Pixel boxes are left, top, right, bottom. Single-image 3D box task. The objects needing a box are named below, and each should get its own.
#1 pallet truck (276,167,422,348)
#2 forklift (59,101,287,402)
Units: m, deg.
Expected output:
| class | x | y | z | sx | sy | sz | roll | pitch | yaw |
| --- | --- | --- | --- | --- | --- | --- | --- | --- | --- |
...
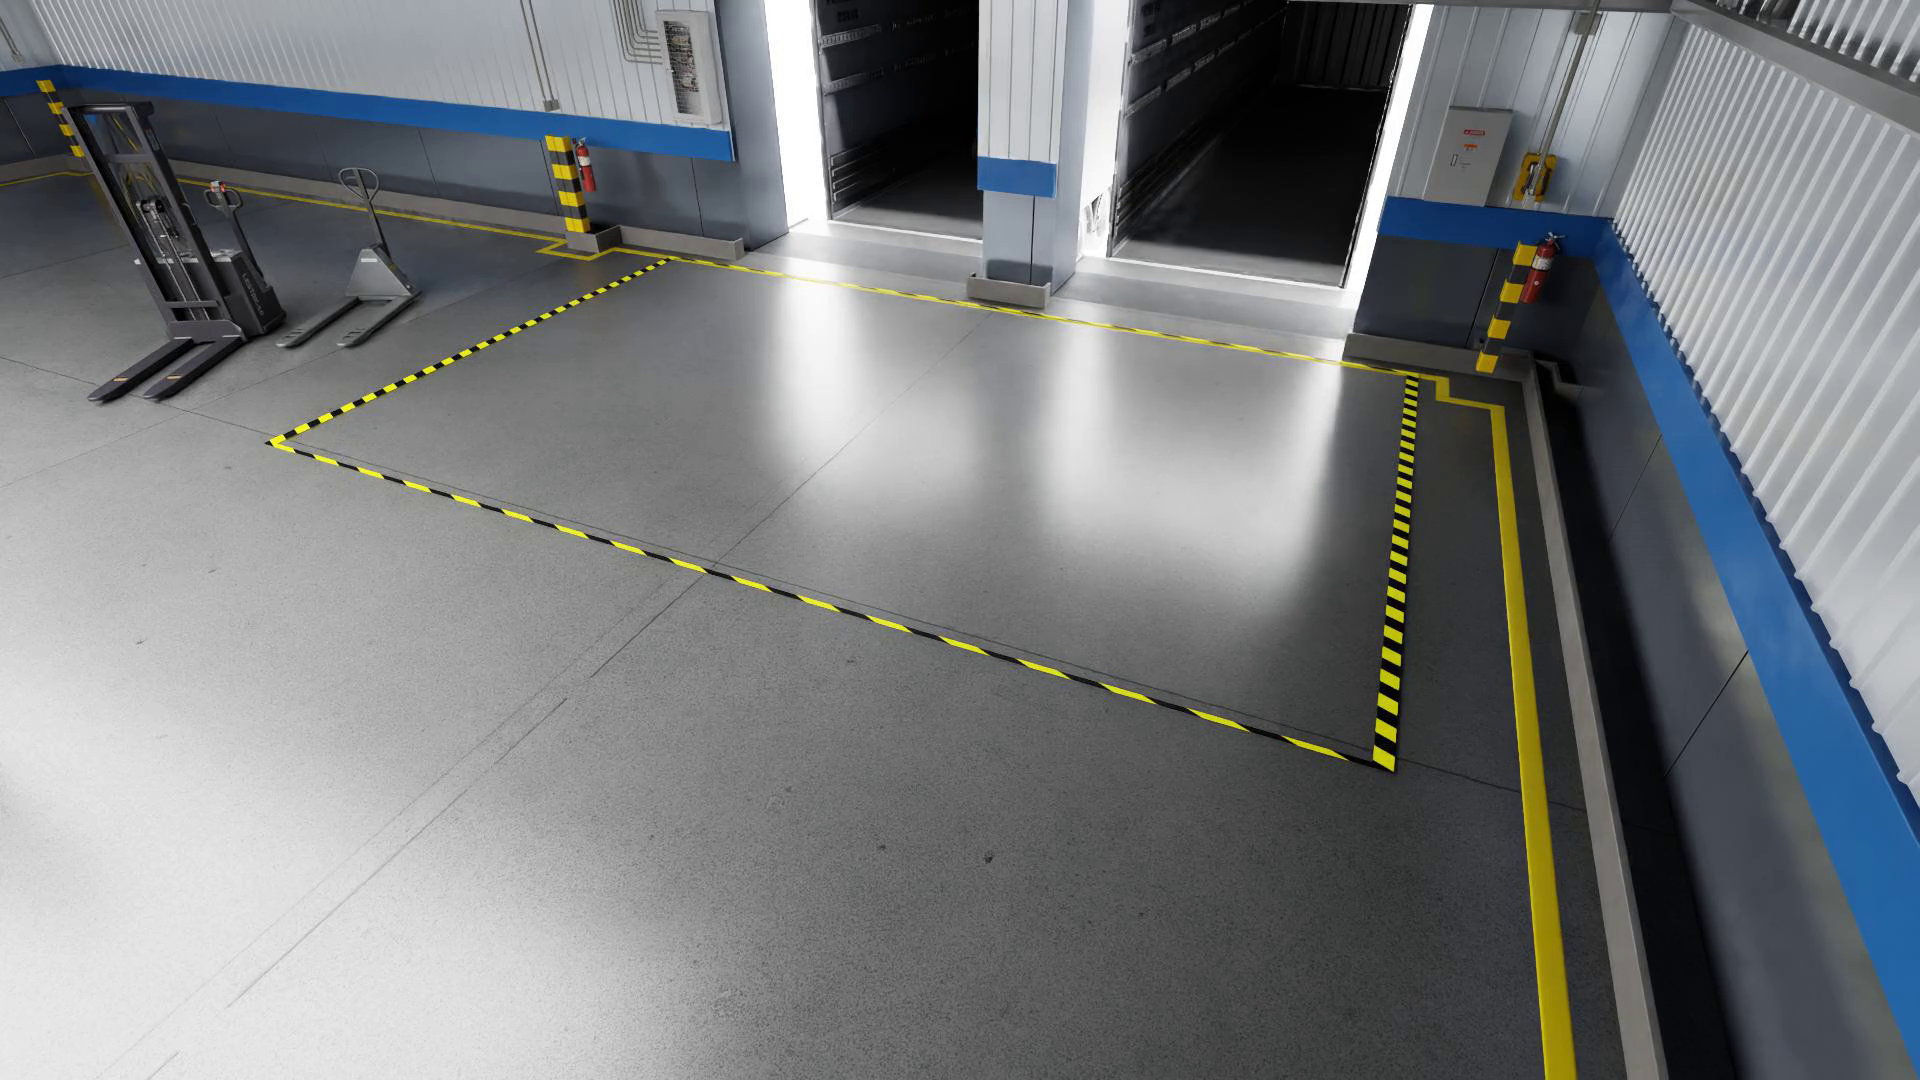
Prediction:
| class | x | y | z | sx | sy | sz | roll | pitch | yaw |
| --- | --- | --- | --- | --- | --- | --- | --- | --- | --- |
| pallet truck | -5.732 | -2.611 | 8.414 | 0.680 | 1.201 | 1.601 | -1 | 35 | -1 |
| forklift | -6.686 | -2.387 | 7.434 | 0.823 | 1.965 | 1.885 | -3 | 35 | -5 |
